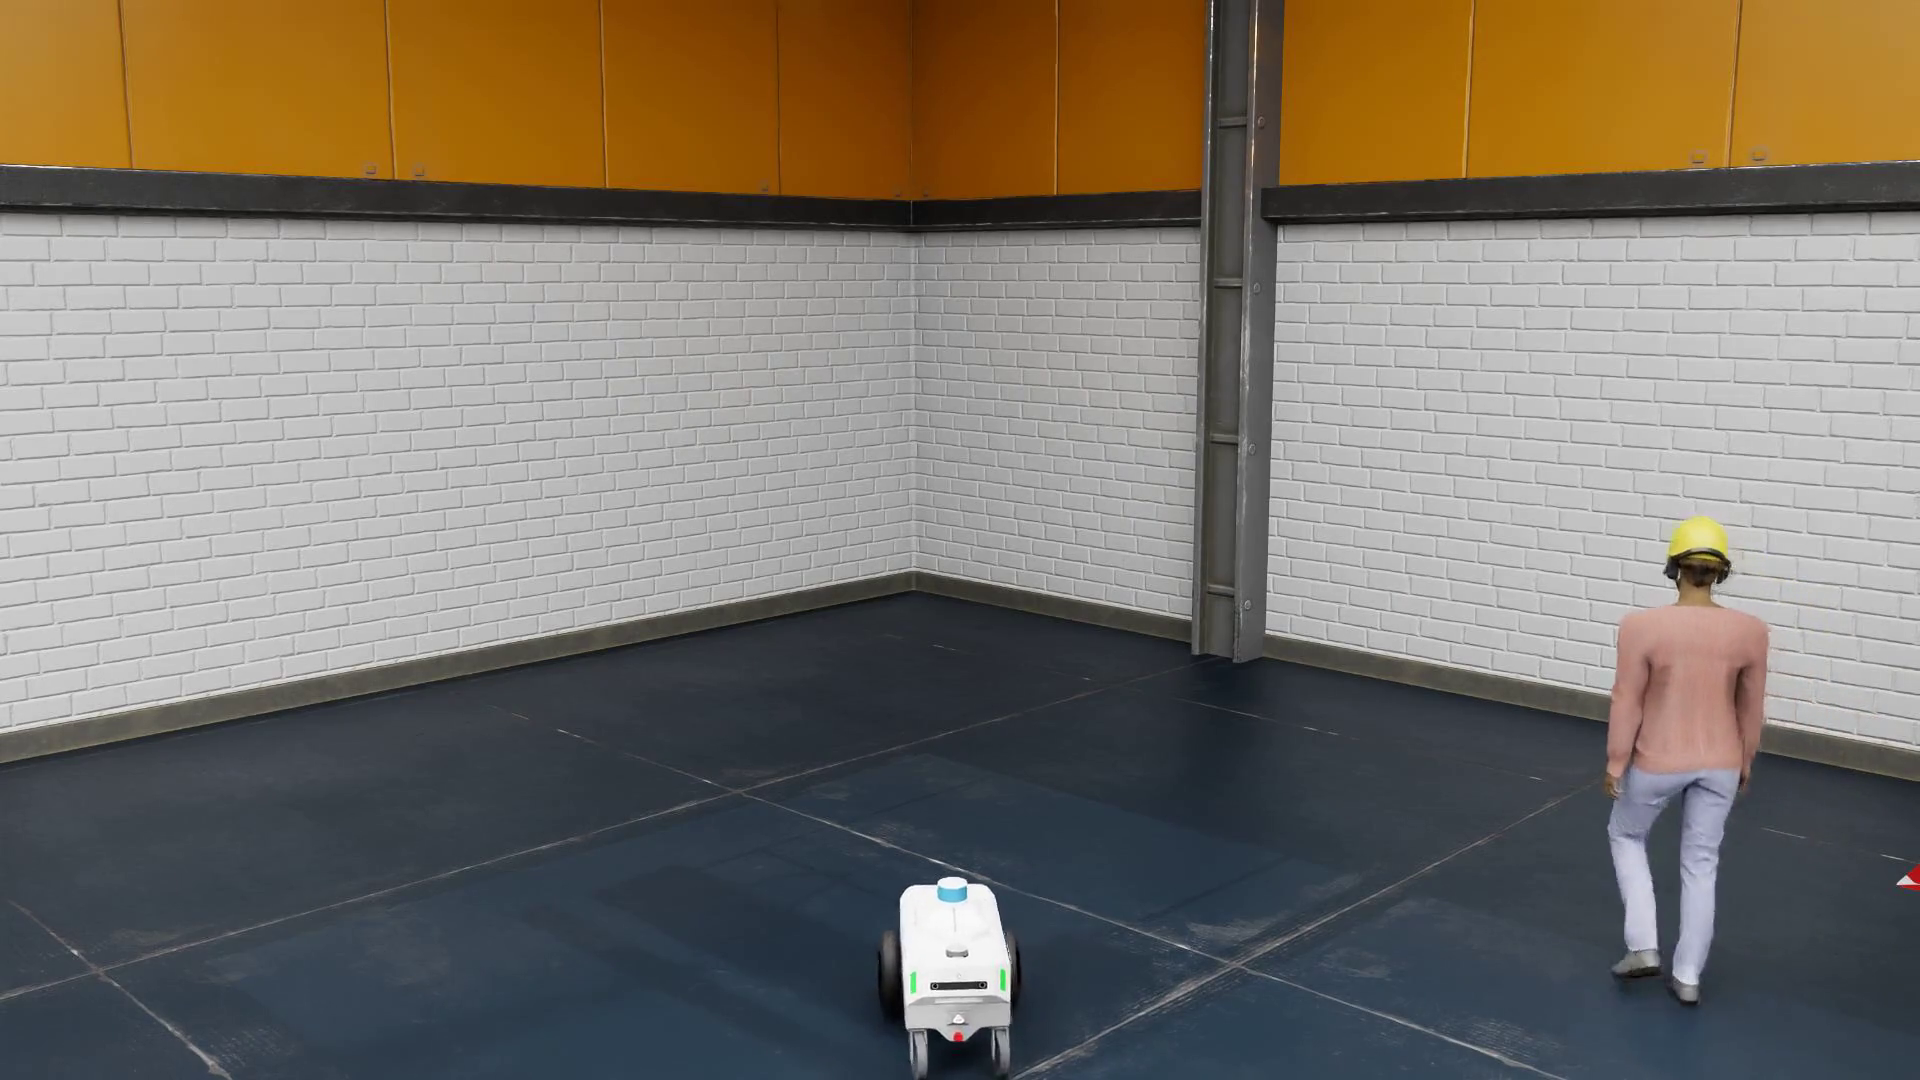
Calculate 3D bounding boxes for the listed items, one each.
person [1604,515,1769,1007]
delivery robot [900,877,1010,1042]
[{"bbox_3d":[2.563,0.782,5.917,0.543,1.744,0.387,1,9,6],"label":"person"},{"bbox_3d":[-0.025,1.382,5.598,0.477,0.478,0.707,-1,9,-3],"label":"delivery robot"}]
